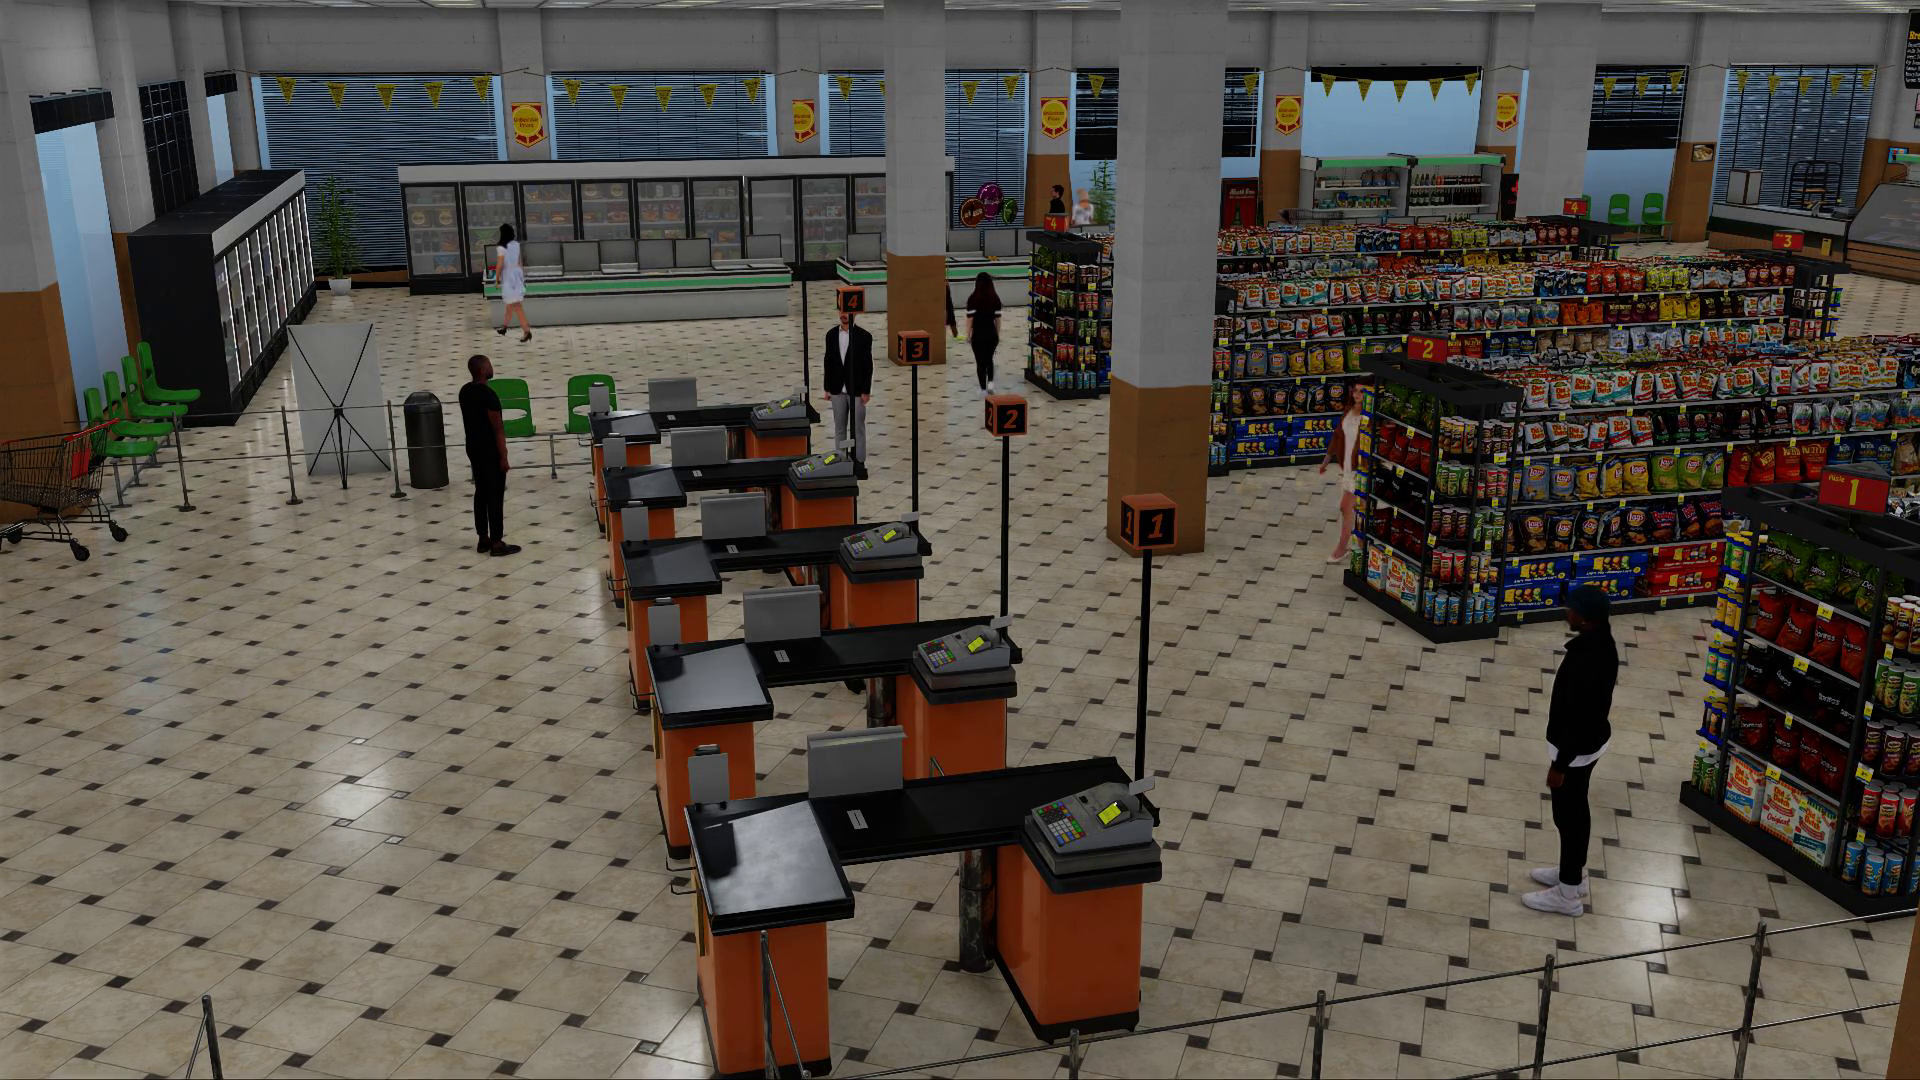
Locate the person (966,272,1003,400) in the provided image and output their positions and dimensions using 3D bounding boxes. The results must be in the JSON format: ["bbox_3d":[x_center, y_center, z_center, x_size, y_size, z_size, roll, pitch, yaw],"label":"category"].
[{"bbox_3d":[0.329,-2.603,21.329,0.560,1.629,0.665,-5,18,-17],"label":"person"}]

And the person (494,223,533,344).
[{"bbox_3d":[-6.702,-3.851,25.187,1.152,1.776,1.107,10,20,30],"label":"person"}]

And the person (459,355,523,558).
[{"bbox_3d":[-4.258,-0.765,14.947,0.751,1.820,0.766,14,22,39],"label":"person"}]

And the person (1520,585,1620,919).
[{"bbox_3d":[3.275,1.099,8.814,0.814,1.816,0.754,10,19,29],"label":"person"}]

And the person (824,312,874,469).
[{"bbox_3d":[-1.176,-1.646,17.623,0.746,1.950,0.857,6,18,18],"label":"person"}]

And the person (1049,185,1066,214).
[{"bbox_3d":[1.839,-5.777,31.422,0.648,1.839,0.761,-1,17,-3],"label":"person"}]

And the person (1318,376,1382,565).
[{"bbox_3d":[3.600,-0.636,14.749,0.830,1.688,0.726,-6,18,-19],"label":"person"}]

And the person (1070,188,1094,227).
[{"bbox_3d":[2.372,-5.850,31.898,0.841,1.701,0.703,-6,18,-19],"label":"person"}]
